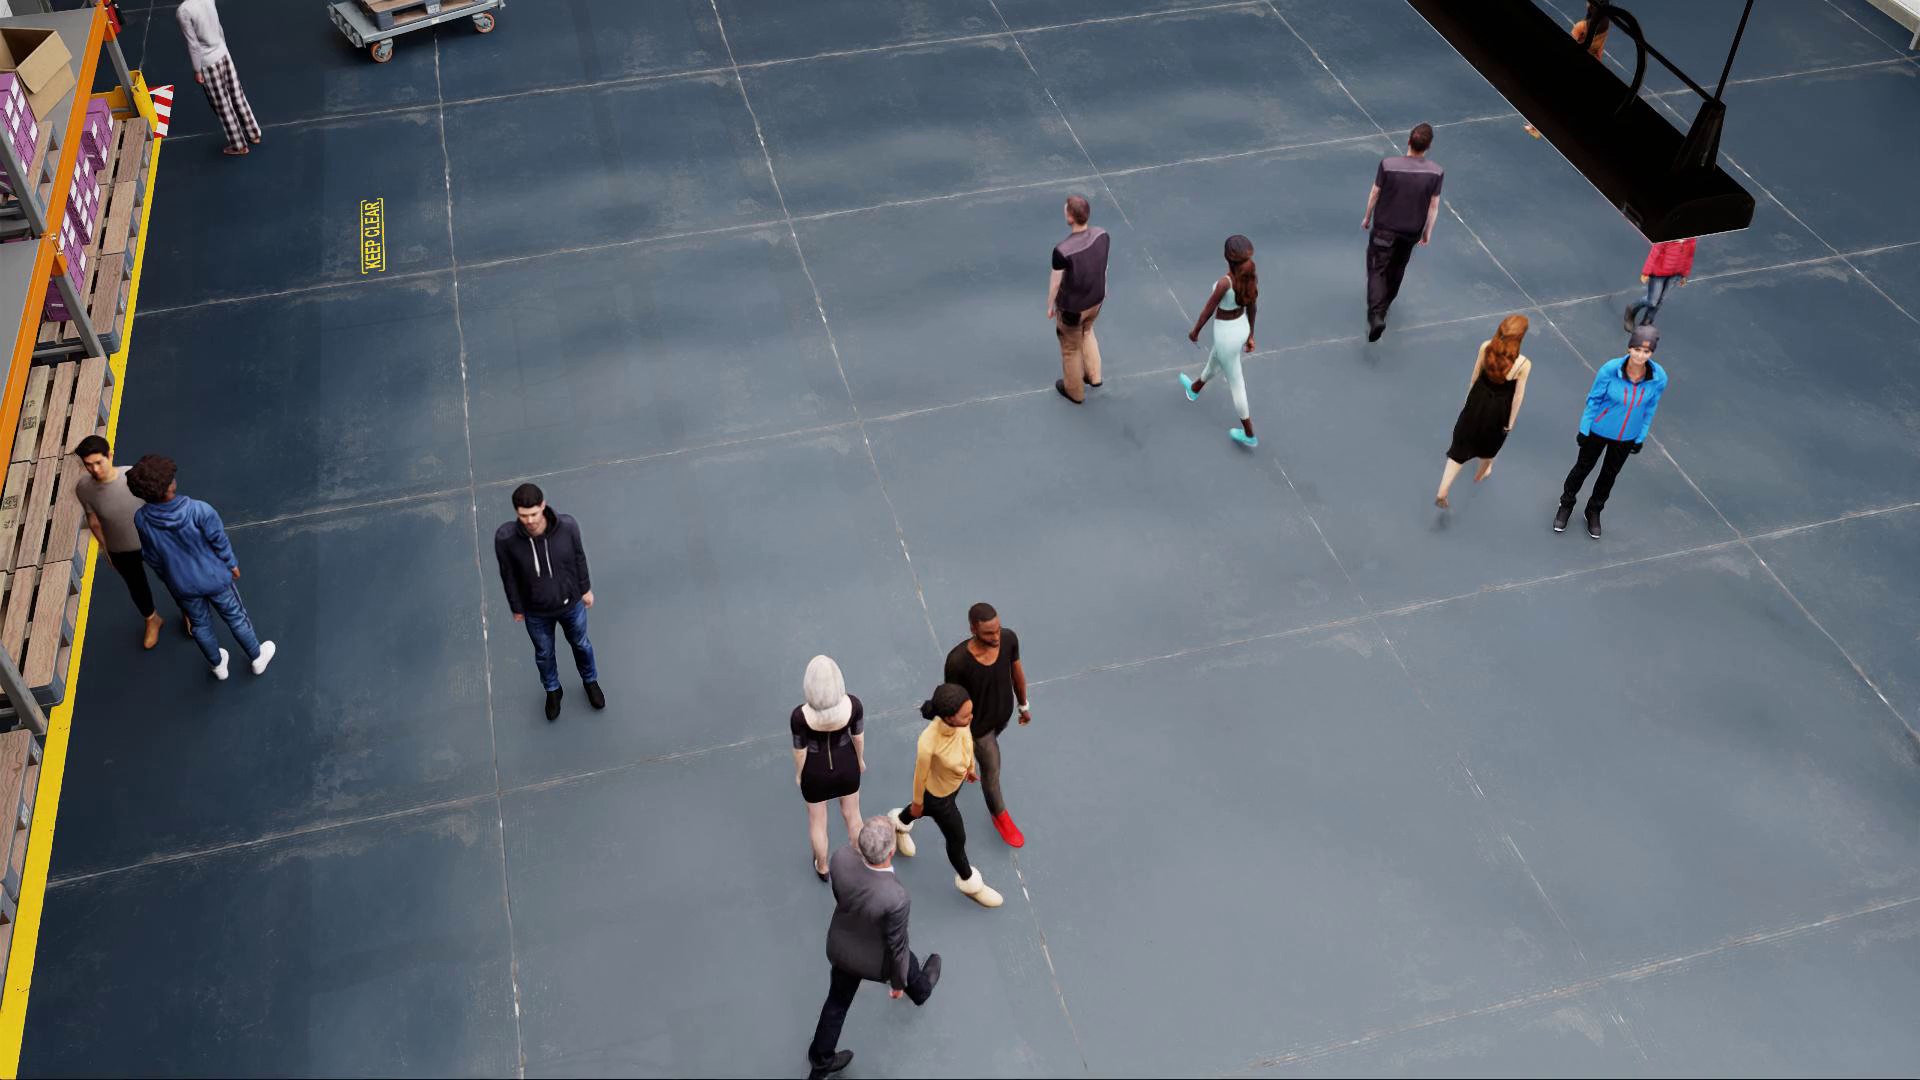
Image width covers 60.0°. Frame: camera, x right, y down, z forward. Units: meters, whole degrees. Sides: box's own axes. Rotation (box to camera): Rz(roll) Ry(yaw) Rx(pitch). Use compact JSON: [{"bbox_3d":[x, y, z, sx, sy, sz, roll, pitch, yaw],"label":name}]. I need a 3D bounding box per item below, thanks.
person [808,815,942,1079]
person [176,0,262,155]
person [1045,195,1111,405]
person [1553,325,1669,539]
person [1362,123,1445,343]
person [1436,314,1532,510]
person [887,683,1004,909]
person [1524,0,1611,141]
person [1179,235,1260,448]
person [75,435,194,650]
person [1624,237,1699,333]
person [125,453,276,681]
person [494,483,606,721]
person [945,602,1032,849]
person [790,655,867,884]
[{"bbox_3d":[-0.513,2.166,8.607,1.282,1.776,1.274,29,51,27],"label":"person"},{"bbox_3d":[-6.982,-4.488,15.540,0.776,1.846,0.668,12,45,13],"label":"person"},{"bbox_3d":[0.964,-1.781,12.718,0.784,1.821,0.761,-24,49,-23],"label":"person"},{"bbox_3d":[4.575,-0.760,11.664,0.696,1.797,0.699,10,45,11],"label":"person"},{"bbox_3d":[3.525,-2.456,13.427,0.983,1.821,1.228,5,44,5],"label":"person"},{"bbox_3d":[3.755,-0.901,11.959,1.017,1.593,1.028,26,49,25],"label":"person"},{"bbox_3d":[-0.168,1.376,9.547,1.174,1.624,1.082,26,49,25],"label":"person"},{"bbox_3d":[5.784,-4.253,15.443,0.833,1.641,1.160,-26,49,-25],"label":"person"},{"bbox_3d":[2.077,-1.439,12.470,0.871,1.667,1.229,-27,50,-25],"label":"person"},{"bbox_3d":[-5.426,-0.018,10.938,0.613,1.723,0.538,-14,45,-14],"label":"person"},{"bbox_3d":[5.717,-2.224,13.556,0.526,1.307,0.587,-6,44,-6],"label":"person"},{"bbox_3d":[-4.888,0.195,10.654,0.689,1.806,0.579,-7,44,-7],"label":"person"},{"bbox_3d":[-2.559,0.354,10.424,0.681,1.894,0.570,-13,45,-13],"label":"person"},{"bbox_3d":[0.094,0.970,9.866,0.960,1.771,1.247,-27,50,-25],"label":"person"},{"bbox_3d":[-0.738,1.319,9.457,0.576,1.829,0.522,-15,46,-15],"label":"person"}]
